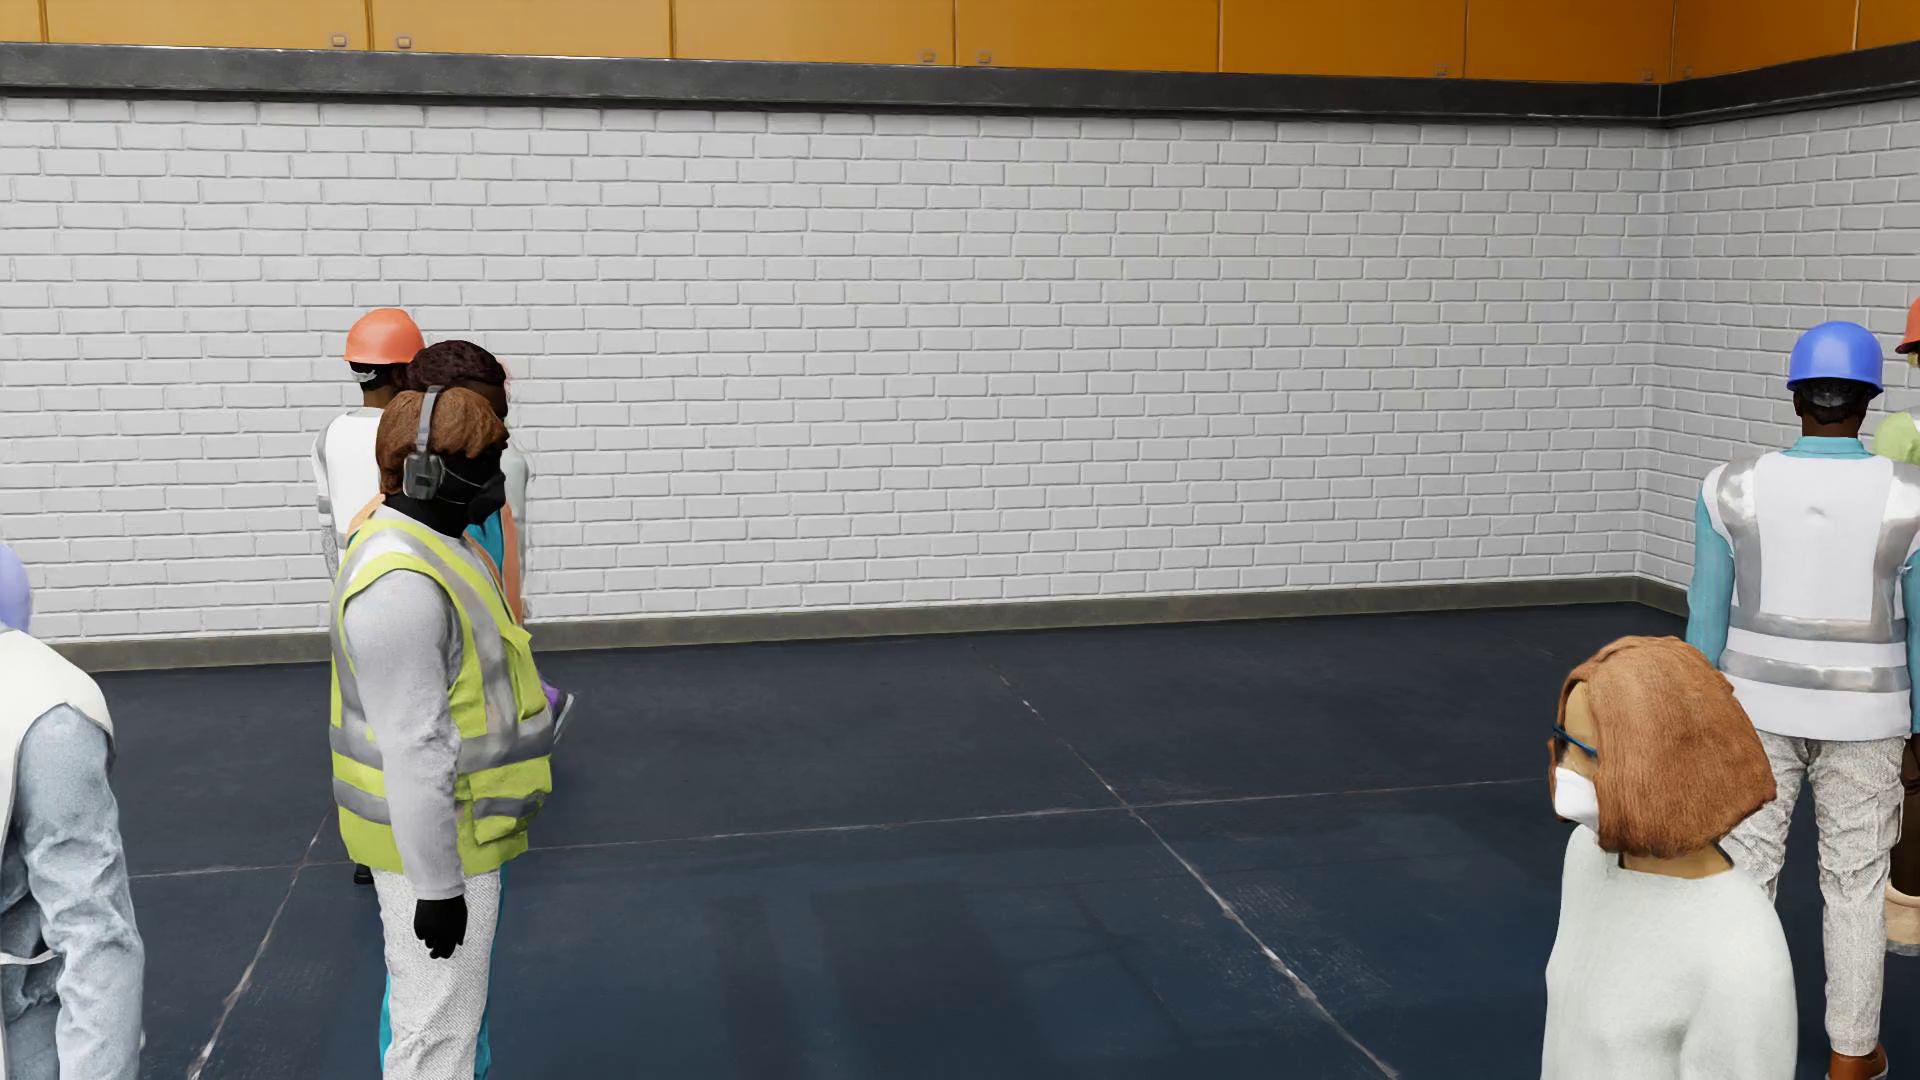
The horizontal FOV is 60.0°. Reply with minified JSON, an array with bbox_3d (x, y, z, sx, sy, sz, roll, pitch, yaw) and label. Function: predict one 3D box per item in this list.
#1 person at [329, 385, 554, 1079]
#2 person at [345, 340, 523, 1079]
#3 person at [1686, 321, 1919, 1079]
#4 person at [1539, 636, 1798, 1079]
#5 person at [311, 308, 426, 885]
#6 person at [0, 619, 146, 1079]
[{"bbox_3d":[-1.040,0.606,3.397,0.429,1.840,0.633,-2,10,-14],"label":"person"},{"bbox_3d":[-1.146,0.516,3.713,0.371,1.915,0.597,1,9,6],"label":"person"},{"bbox_3d":[2.139,0.428,4.179,0.602,1.939,0.397,6,11,31],"label":"person"},{"bbox_3d":[0.863,0.922,2.130,0.278,1.628,0.505,0,9,-1],"label":"person"},{"bbox_3d":[-1.863,0.209,5.516,0.542,1.938,0.358,5,11,30],"label":"person"},{"bbox_3d":[-1.332,0.758,2.243,0.592,1.912,0.377,4,10,25],"label":"person"}]
